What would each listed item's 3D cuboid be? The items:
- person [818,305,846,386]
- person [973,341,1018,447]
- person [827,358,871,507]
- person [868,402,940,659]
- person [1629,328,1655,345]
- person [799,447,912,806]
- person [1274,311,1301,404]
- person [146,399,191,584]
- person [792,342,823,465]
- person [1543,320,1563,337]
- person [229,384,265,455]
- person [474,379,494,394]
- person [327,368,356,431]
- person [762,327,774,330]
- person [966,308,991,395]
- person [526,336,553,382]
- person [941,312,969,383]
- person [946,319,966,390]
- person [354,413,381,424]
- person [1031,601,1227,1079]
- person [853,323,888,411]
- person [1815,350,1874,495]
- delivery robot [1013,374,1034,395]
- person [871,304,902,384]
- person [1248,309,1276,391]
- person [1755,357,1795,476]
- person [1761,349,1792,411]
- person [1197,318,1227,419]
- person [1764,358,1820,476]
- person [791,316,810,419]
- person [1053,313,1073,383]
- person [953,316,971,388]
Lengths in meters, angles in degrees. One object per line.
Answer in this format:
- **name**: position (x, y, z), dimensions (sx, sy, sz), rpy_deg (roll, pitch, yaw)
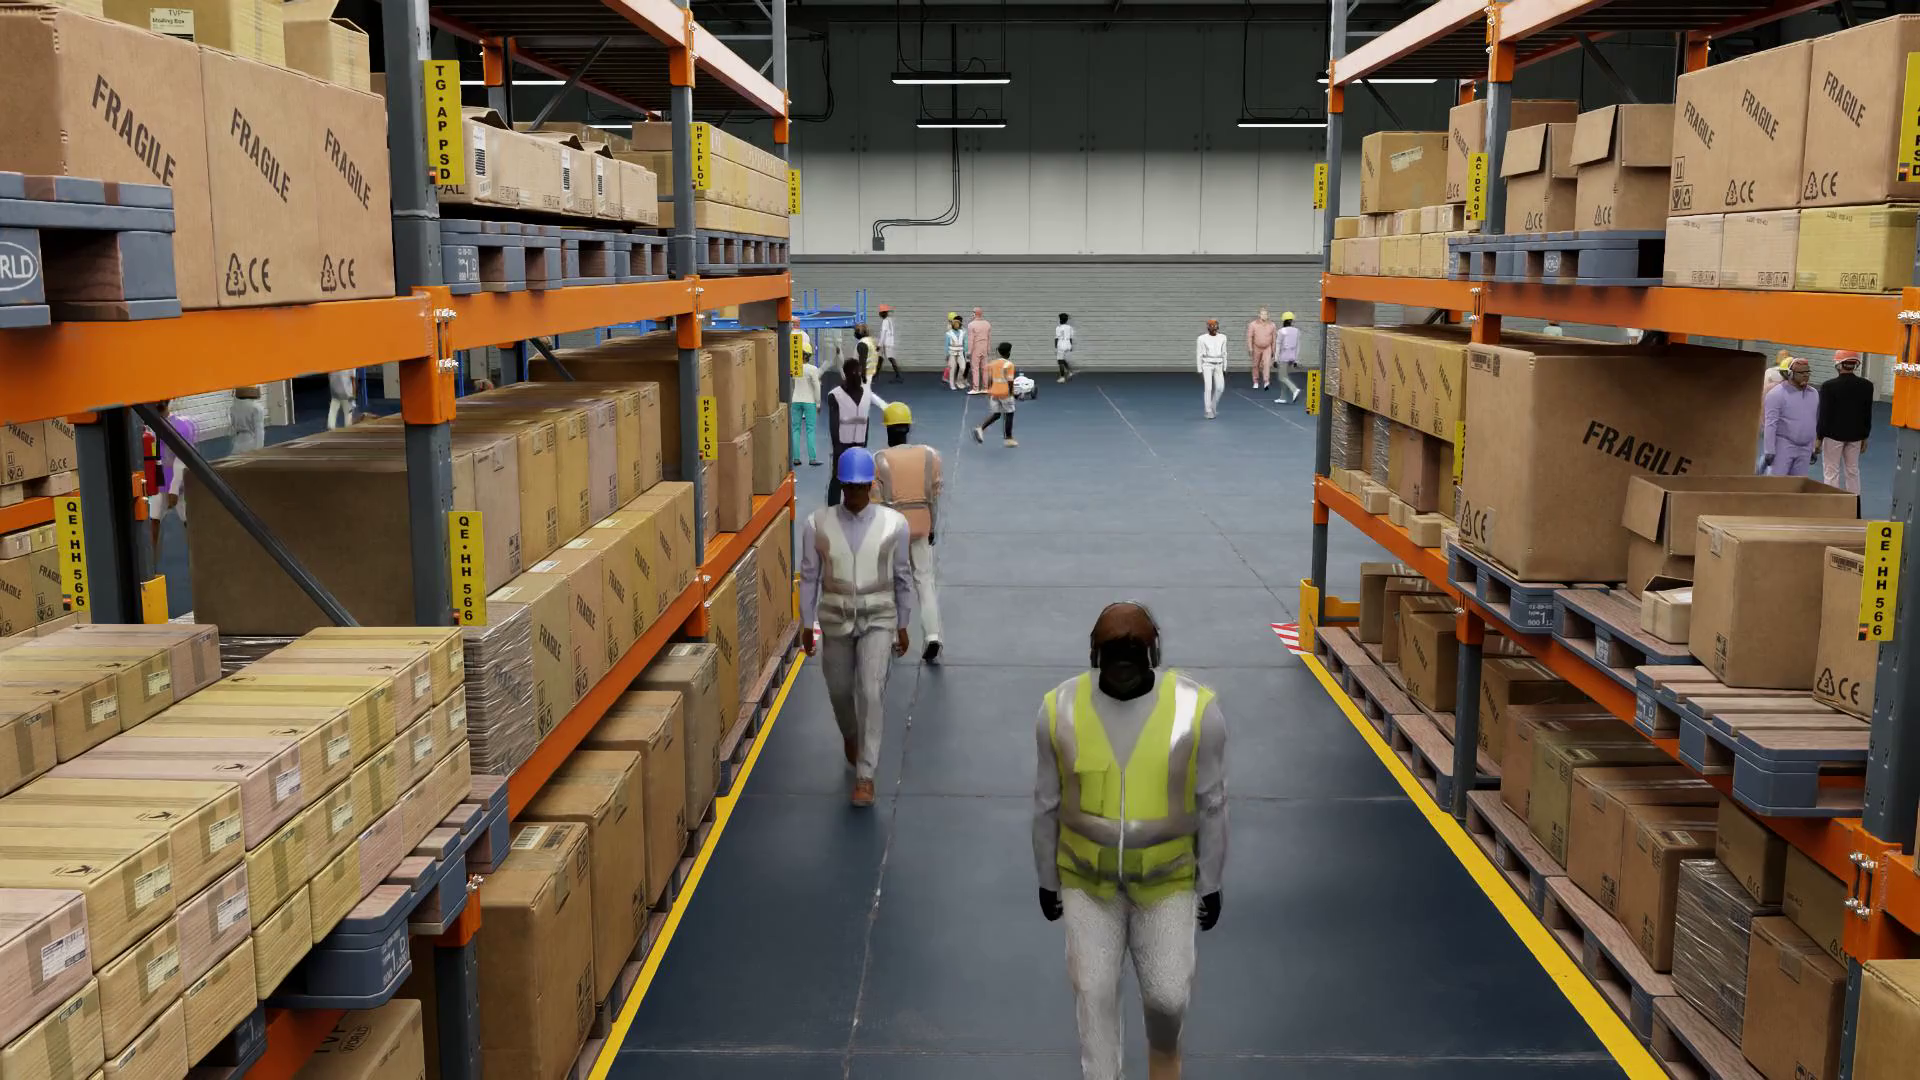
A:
- **person**: position (-3.036, -4.612, 39.384), dimensions (0.973, 1.912, 0.609), rpy_deg (0, 9, 2)
- **person**: position (0.591, -2.287, 26.152), dimensions (0.653, 1.672, 0.555), rpy_deg (-7, 12, -38)
- **person**: position (-1.139, -1.022, 17.980), dimensions (0.607, 1.860, 1.018), rpy_deg (-8, 13, -41)
- **person**: position (-0.400, -0.081, 12.307), dimensions (0.587, 1.885, 0.951), rpy_deg (-3, 10, -18)
- **person**: position (14.491, -4.009, 35.485), dimensions (0.697, 2.000, 0.678), rpy_deg (-9, 13, -42)
- **person**: position (-0.573, 0.424, 9.182), dimensions (0.619, 1.922, 0.871), rpy_deg (0, 9, 2)
- **person**: position (6.746, -3.735, 34.128), dimensions (0.600, 1.905, 0.688), rpy_deg (-7, 12, -37)
- **person**: position (-7.028, -0.489, 14.739), dimensions (0.560, 1.882, 0.997), rpy_deg (5, 11, 28)
- **person**: position (-2.230, -1.951, 23.881), dimensions (0.524, 1.760, 0.327), rpy_deg (4, 10, 21)
- **person**: position (14.225, -4.566, 39.912), dimensions (0.275, 1.632, 0.507), rpy_deg (-8, 13, -41)
- **person**: position (-7.708, -0.964, 18.141), dimensions (0.524, 1.694, 0.897), rpy_deg (4, 10, 22)
- **person**: position (-5.345, -0.970, 18.456), dimensions (0.749, 1.608, 0.537), rpy_deg (-2, 10, -12)
- **person**: position (-8.931, -2.028, 24.029), dimensions (0.502, 1.859, 0.486), rpy_deg (1, 10, 8)
- **person**: position (-3.396, -3.032, 30.138), dimensions (0.941, 1.836, 0.530), rpy_deg (2, 10, 10)
- **person**: position (0.381, -4.167, 36.707), dimensions (0.648, 1.907, 0.401), rpy_deg (-8, 13, -41)
- **person**: position (-5.574, -1.805, 22.484), dimensions (0.627, 1.933, 0.371), rpy_deg (2, 10, 12)
- **person**: position (-0.129, -4.634, 40.098), dimensions (0.486, 1.719, 0.571), rpy_deg (5, 11, 29)
- **person**: position (-0.107, -4.220, 37.878), dimensions (0.532, 1.610, 0.419), rpy_deg (-5, 11, -27)
- **person**: position (-5.096, -0.309, 14.519), dimensions (0.856, 1.591, 0.518), rpy_deg (3, 10, 18)
- **person**: position (0.546, 1.089, 5.444), dimensions (0.644, 1.832, 0.509), rpy_deg (2, 10, 11)
- **person**: position (-1.634, -3.028, 30.184), dimensions (0.738, 1.819, 0.627), rpy_deg (1, 10, 5)
- **person**: position (9.695, -1.138, 18.301), dimensions (0.623, 1.991, 0.396), rpy_deg (-1, 10, -6)
- **delivery robot**: position (1.306, -3.293, 35.357), dimensions (0.477, 0.478, 0.707), rpy_deg (4, 10, 22)
- **person**: position (-1.854, -4.713, 40.019), dimensions (0.979, 1.882, 0.567), rpy_deg (0, 9, 1)
- **person**: position (6.906, -4.362, 38.051), dimensions (0.641, 1.852, 1.043), rpy_deg (1, 10, 5)
- **person**: position (10.260, -1.425, 20.795), dimensions (0.528, 1.741, 0.752), rpy_deg (0, 9, 2)
- **person**: position (12.342, -2.063, 25.006), dimensions (0.503, 1.602, 0.815), rpy_deg (3, 10, 16)
- **person**: position (4.710, -3.197, 31.008), dimensions (0.599, 1.865, 0.423), rpy_deg (-2, 10, -12)
- **person**: position (8.758, -0.959, 17.491), dimensions (0.648, 1.907, 0.401), rpy_deg (-3, 10, -16)
- **person**: position (-3.049, -3.177, 30.778), dimensions (0.399, 1.909, 0.642), rpy_deg (5, 11, 28)
- **person**: position (2.495, -4.649, 40.263), dimensions (0.361, 1.687, 0.540), rpy_deg (9, 13, 44)
- **person**: position (0.028, -4.348, 38.497), dimensions (0.564, 1.668, 0.366), rpy_deg (-8, 13, -41)
